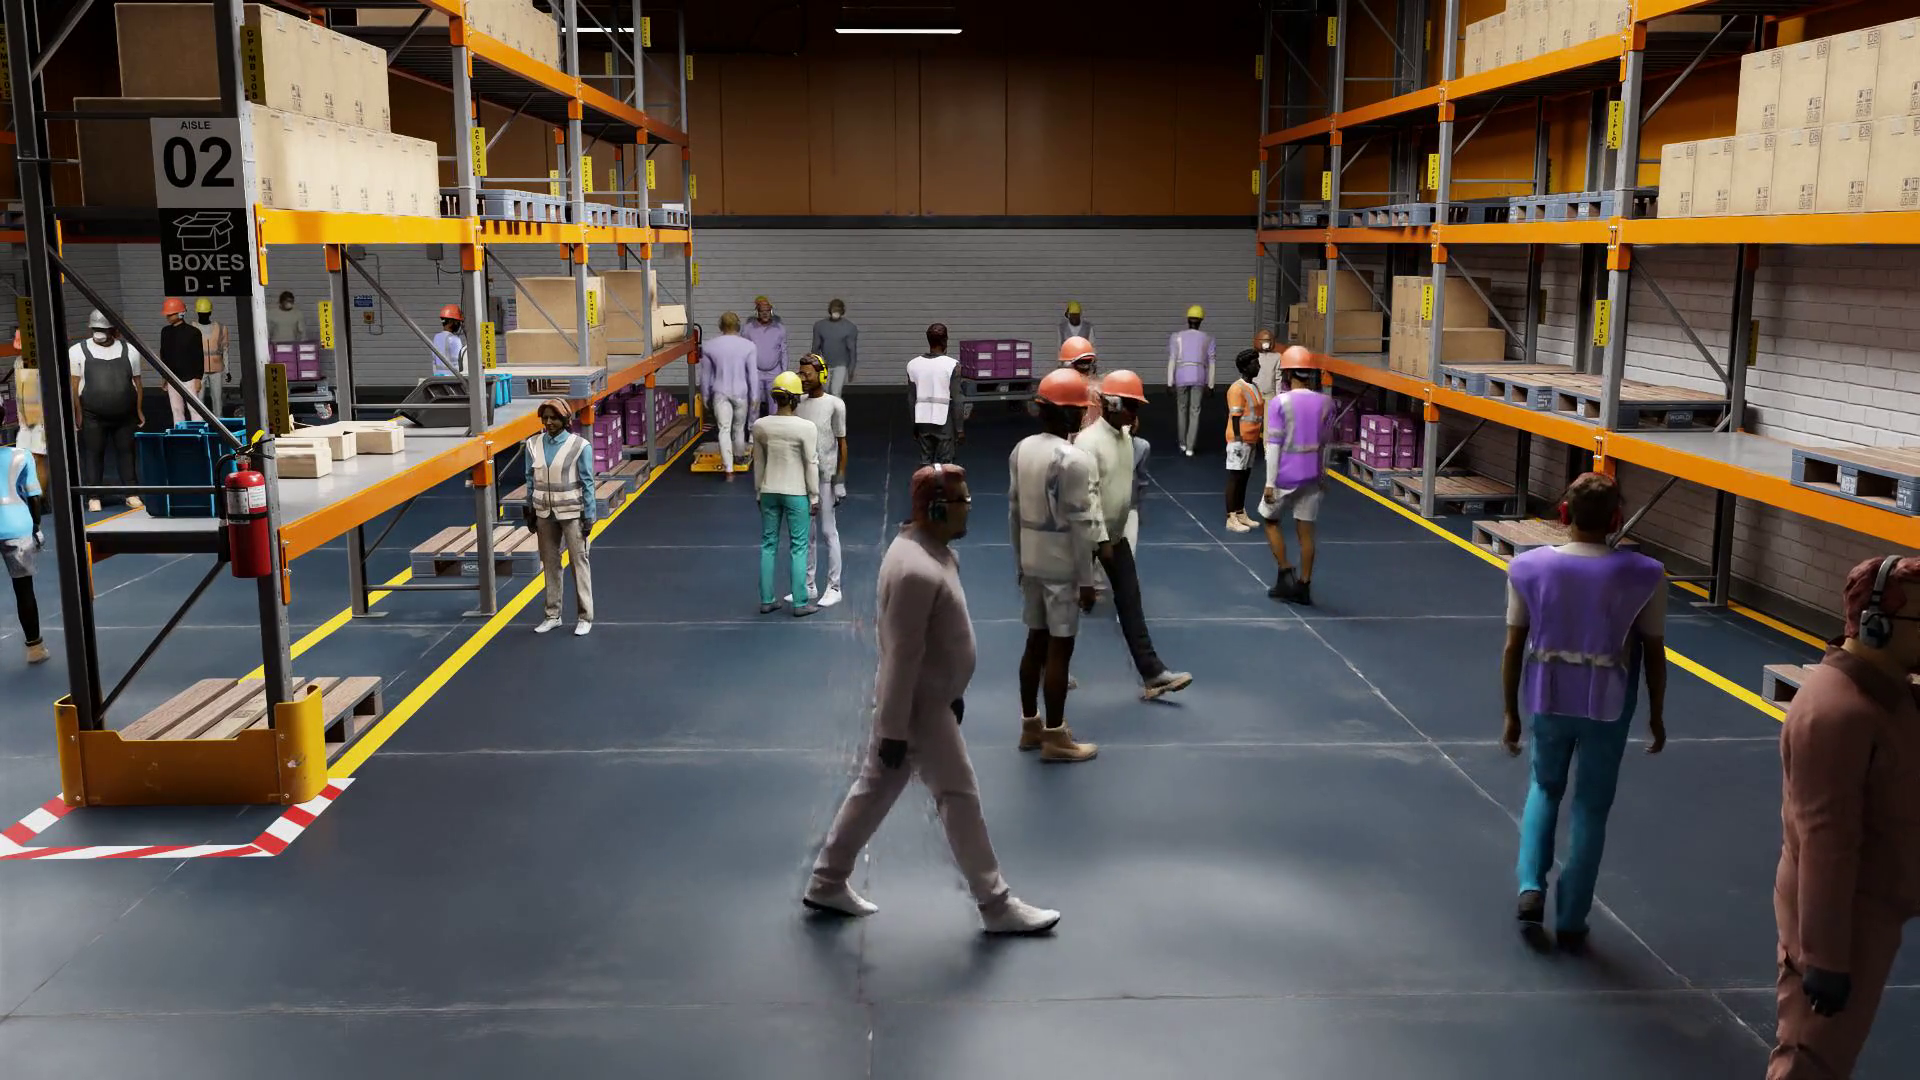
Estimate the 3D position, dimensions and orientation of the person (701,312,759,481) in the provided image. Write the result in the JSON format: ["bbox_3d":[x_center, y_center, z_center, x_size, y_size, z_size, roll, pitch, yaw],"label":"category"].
[{"bbox_3d":[-2.620,-1.640,18.931,0.647,1.885,1.009,-1,10,-8],"label":"person"}]

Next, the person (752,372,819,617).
[{"bbox_3d":[-1.245,-0.328,11.970,0.526,1.760,0.341,4,11,23],"label":"person"}]

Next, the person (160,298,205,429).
[{"bbox_3d":[-9.766,-2.037,20.851,0.611,1.985,0.393,3,11,16],"label":"person"}]

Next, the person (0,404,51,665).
[{"bbox_3d":[-6.064,-0.031,10.480,0.540,1.695,0.317,-5,11,-24],"label":"person"}]

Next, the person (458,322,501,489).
[{"bbox_3d":[-5.261,-1.471,18.087,0.344,1.847,0.505,-7,12,-33],"label":"person"}]

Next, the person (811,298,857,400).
[{"bbox_3d":[-1.721,-2.384,22.976,0.662,1.917,0.646,2,10,12],"label":"person"}]

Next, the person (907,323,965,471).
[{"bbox_3d":[-0.226,-1.080,15.708,0.587,1.918,0.391,6,12,30],"label":"person"}]

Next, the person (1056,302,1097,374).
[{"bbox_3d":[1.765,-2.705,25.171,0.610,1.784,0.964,0,10,2],"label":"person"}]

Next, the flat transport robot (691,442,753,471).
[{"bbox_3d":[-2.812,-1.004,19.872,0.652,0.197,1.431,0,10,-3],"label":"flat transport robot"}]

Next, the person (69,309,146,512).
[{"bbox_3d":[-8.505,-1.309,16.642,0.675,2.000,0.537,-8,13,-37],"label":"person"}]

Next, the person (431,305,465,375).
[{"bbox_3d":[-6.071,-1.841,19.919,0.543,1.928,0.374,9,13,40],"label":"person"}]

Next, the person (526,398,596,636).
[{"bbox_3d":[-2.723,-0.158,11.370,0.517,1.633,0.313,4,11,19],"label":"person"}]

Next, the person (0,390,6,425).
[{"bbox_3d":[-10.183,-1.363,17.235,0.373,1.932,0.549,7,13,35],"label":"person"}]

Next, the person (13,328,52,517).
[{"bbox_3d":[-8.999,-1.168,16.283,0.591,1.894,0.558,4,11,22],"label":"person"}]

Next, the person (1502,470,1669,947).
[{"bbox_3d":[2.368,0.648,6.320,0.577,1.830,0.450,6,12,31],"label":"person"}]

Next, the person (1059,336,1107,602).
[{"bbox_3d":[0.878,-0.502,12.278,0.622,1.990,0.396,-10,14,-44],"label":"person"}]

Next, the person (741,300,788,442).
[{"bbox_3d":[-2.581,-2.212,22.041,0.639,1.910,0.406,-3,10,-14],"label":"person"}]

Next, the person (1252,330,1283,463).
[{"bbox_3d":[3.680,-1.746,20.242,0.495,1.626,0.284,-2,10,-11],"label":"person"}]

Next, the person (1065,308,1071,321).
[{"bbox_3d":[1.880,-3.137,27.977,0.268,1.628,0.502,1,10,6],"label":"person"}]

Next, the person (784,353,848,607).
[{"bbox_3d":[-1.071,-0.445,12.304,0.532,1.870,0.317,6,12,32],"label":"person"}]

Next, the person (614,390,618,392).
[{"bbox_3d":[-4.964,-2.553,24.439,0.502,1.717,0.651,7,12,33],"label":"person"}]

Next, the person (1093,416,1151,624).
[{"bbox_3d":[1.057,-0.209,11.725,0.511,1.607,0.622,-3,10,-14],"label":"person"}]

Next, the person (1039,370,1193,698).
[{"bbox_3d":[0.889,-0.027,9.783,1.065,1.917,0.632,9,13,41],"label":"person"}]

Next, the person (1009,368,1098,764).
[{"bbox_3d":[0.512,0.130,8.625,0.394,2.040,0.615,-6,12,-31],"label":"person"}]

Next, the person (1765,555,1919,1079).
[{"bbox_3d":[2.316,0.976,4.284,0.400,1.907,0.644,8,13,37],"label":"person"}]

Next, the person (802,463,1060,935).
[{"bbox_3d":[-0.158,0.618,6.447,1.019,1.853,0.666,0,10,-2],"label":"person"}]

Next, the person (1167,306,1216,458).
[{"bbox_3d":[2.920,-2.002,20.951,0.597,1.870,0.966,2,10,10],"label":"person"}]

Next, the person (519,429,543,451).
[{"bbox_3d":[-5.467,-2.056,21.358,0.635,1.840,0.429,-4,11,-20],"label":"person"}]

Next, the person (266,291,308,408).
[{"bbox_3d":[-10.862,-3.065,26.834,0.651,1.883,0.957,-6,12,-31],"label":"person"}]

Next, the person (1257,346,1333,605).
[{"bbox_3d":[2.475,-0.474,12.331,0.576,1.915,0.483,-4,11,-23],"label":"person"}]

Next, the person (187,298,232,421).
[{"bbox_3d":[-10.250,-2.332,22.674,0.586,1.921,0.383,-7,13,-36],"label":"person"}]

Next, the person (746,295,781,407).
[{"bbox_3d":[-3.189,-3.061,26.997,0.626,1.819,0.414,-2,10,-13],"label":"person"}]

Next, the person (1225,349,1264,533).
[{"bbox_3d":[2.646,-0.926,15.459,0.321,1.697,0.530,6,12,29],"label":"person"}]
